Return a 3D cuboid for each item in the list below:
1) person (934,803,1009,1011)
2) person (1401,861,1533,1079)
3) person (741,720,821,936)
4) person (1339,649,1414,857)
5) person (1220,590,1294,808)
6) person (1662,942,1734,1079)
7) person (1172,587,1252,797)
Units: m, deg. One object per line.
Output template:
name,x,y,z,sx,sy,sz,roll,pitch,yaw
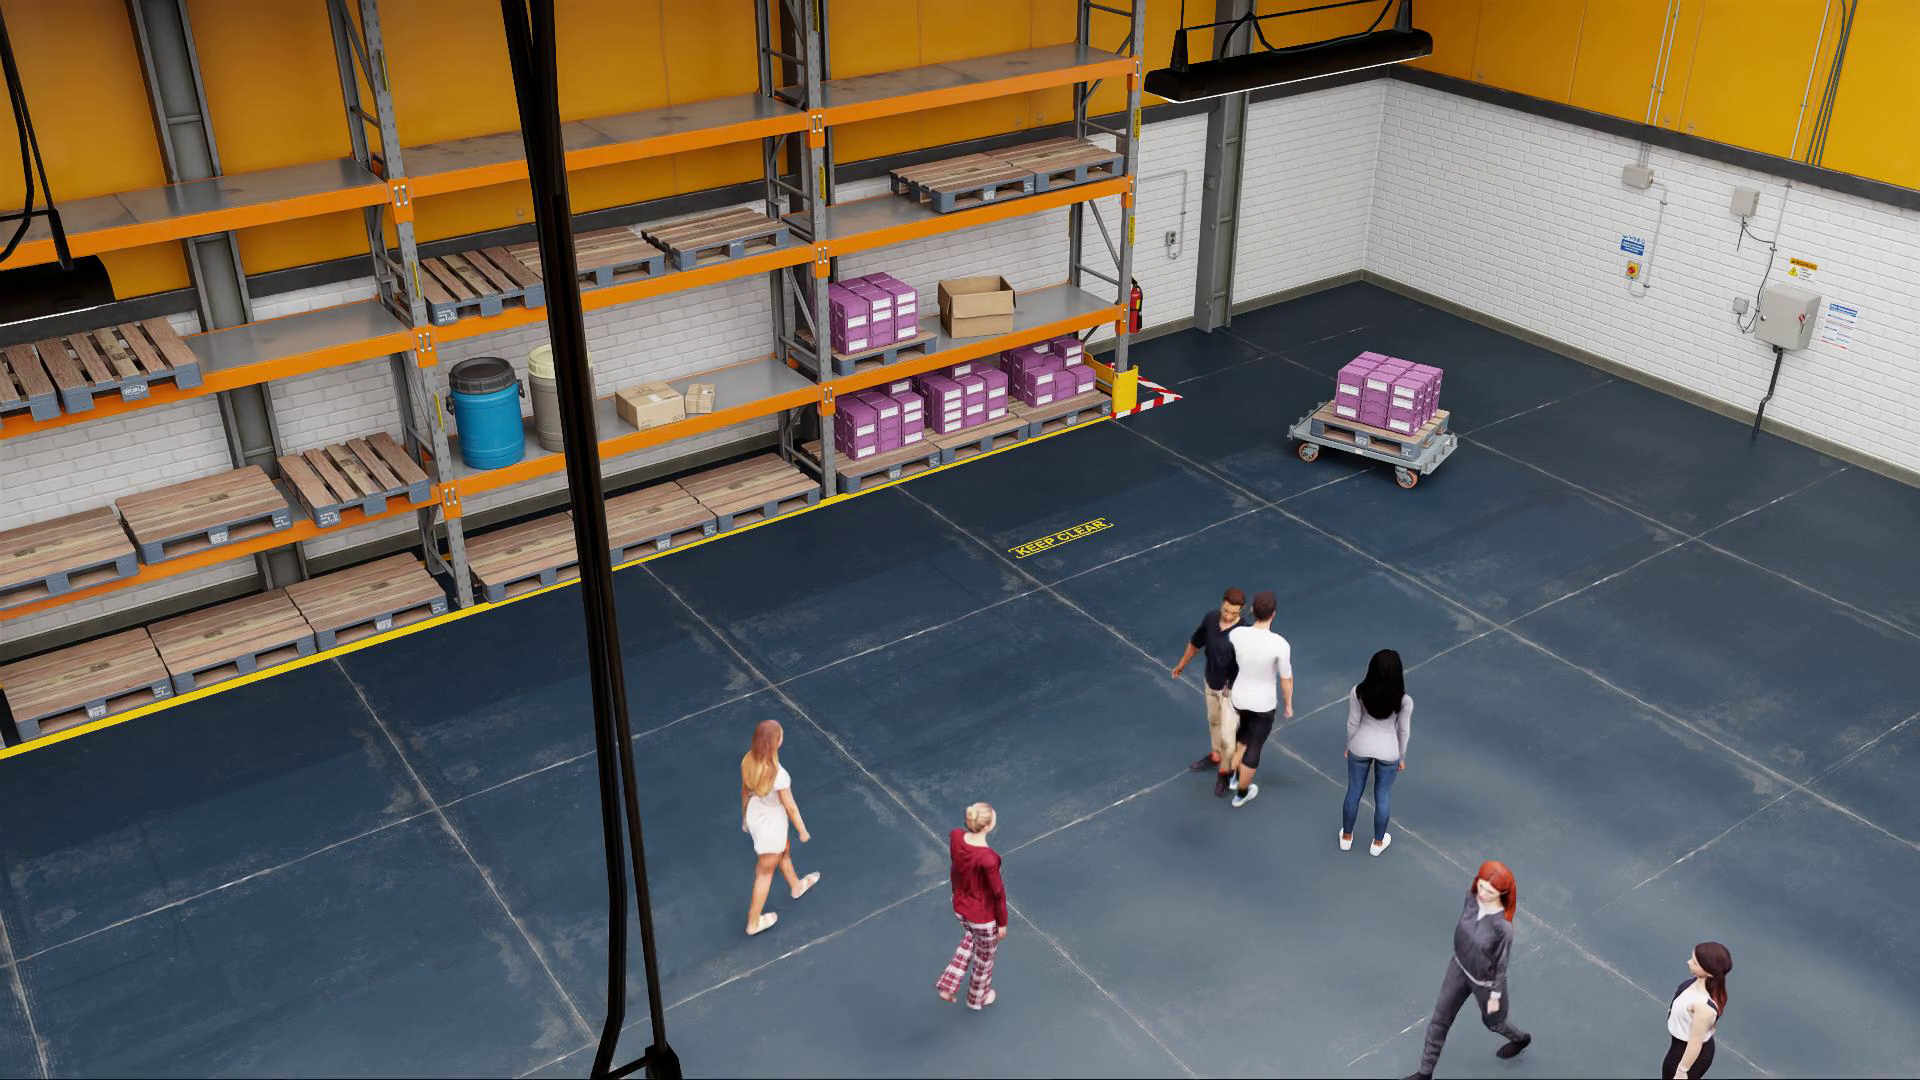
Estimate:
person,0.049,2.393,10.707,0.724,1.686,0.677,-23,36,-36
person,3.241,2.657,10.165,1.194,1.742,0.766,-11,31,-19
person,-1.390,2.012,11.430,0.974,1.663,0.673,-24,37,-37
person,3.037,1.557,12.188,0.687,1.736,0.707,10,30,18
person,2.197,1.256,12.633,0.764,1.839,0.750,20,35,33
person,4.238,2.983,9.665,0.692,1.649,0.593,12,31,21
person,2.103,1.106,12.920,0.634,1.826,0.859,-16,32,-27
